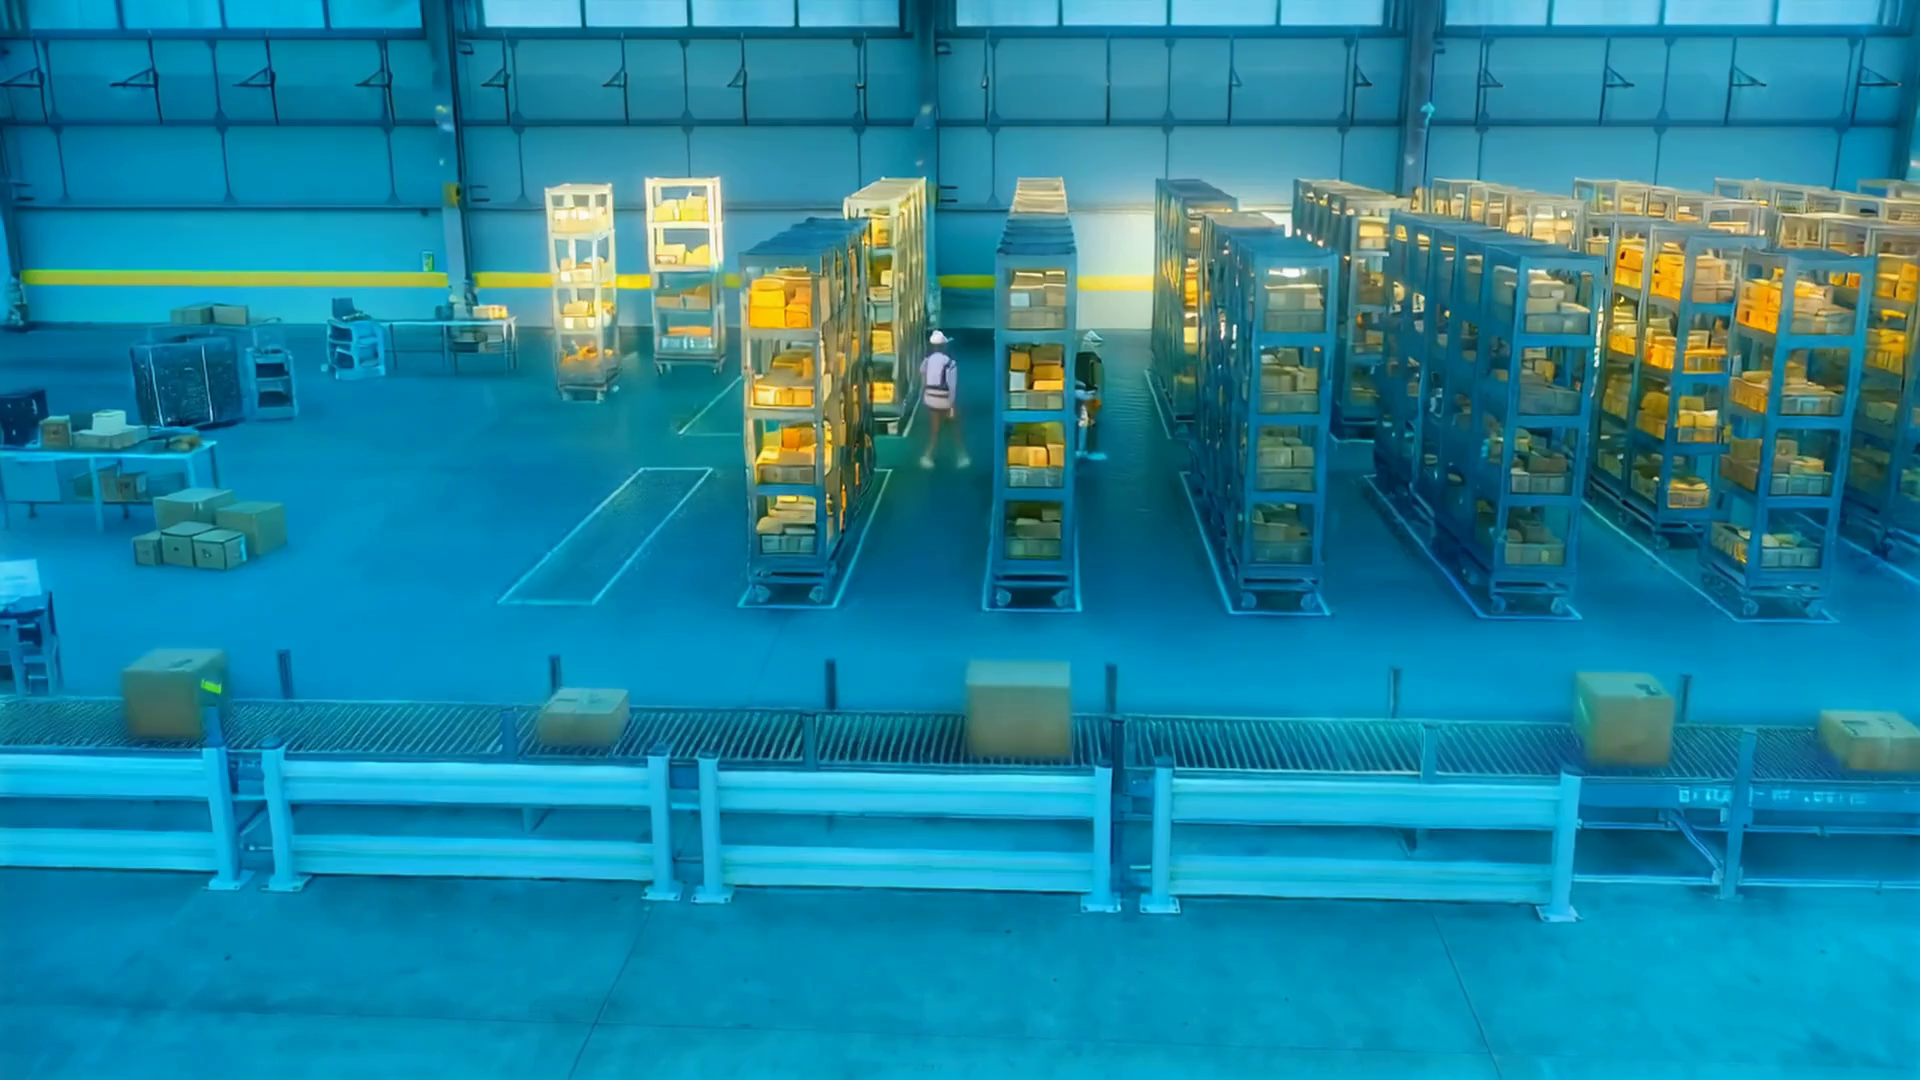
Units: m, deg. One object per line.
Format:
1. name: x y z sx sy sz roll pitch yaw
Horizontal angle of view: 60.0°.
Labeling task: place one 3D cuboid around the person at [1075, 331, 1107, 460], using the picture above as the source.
1. person: 1.860 -2.054 23.692 0.403 1.833 0.586 -10 18 -33

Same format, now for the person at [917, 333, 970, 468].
1. person: -0.257 -1.935 23.134 0.603 1.894 0.726 10 18 32
